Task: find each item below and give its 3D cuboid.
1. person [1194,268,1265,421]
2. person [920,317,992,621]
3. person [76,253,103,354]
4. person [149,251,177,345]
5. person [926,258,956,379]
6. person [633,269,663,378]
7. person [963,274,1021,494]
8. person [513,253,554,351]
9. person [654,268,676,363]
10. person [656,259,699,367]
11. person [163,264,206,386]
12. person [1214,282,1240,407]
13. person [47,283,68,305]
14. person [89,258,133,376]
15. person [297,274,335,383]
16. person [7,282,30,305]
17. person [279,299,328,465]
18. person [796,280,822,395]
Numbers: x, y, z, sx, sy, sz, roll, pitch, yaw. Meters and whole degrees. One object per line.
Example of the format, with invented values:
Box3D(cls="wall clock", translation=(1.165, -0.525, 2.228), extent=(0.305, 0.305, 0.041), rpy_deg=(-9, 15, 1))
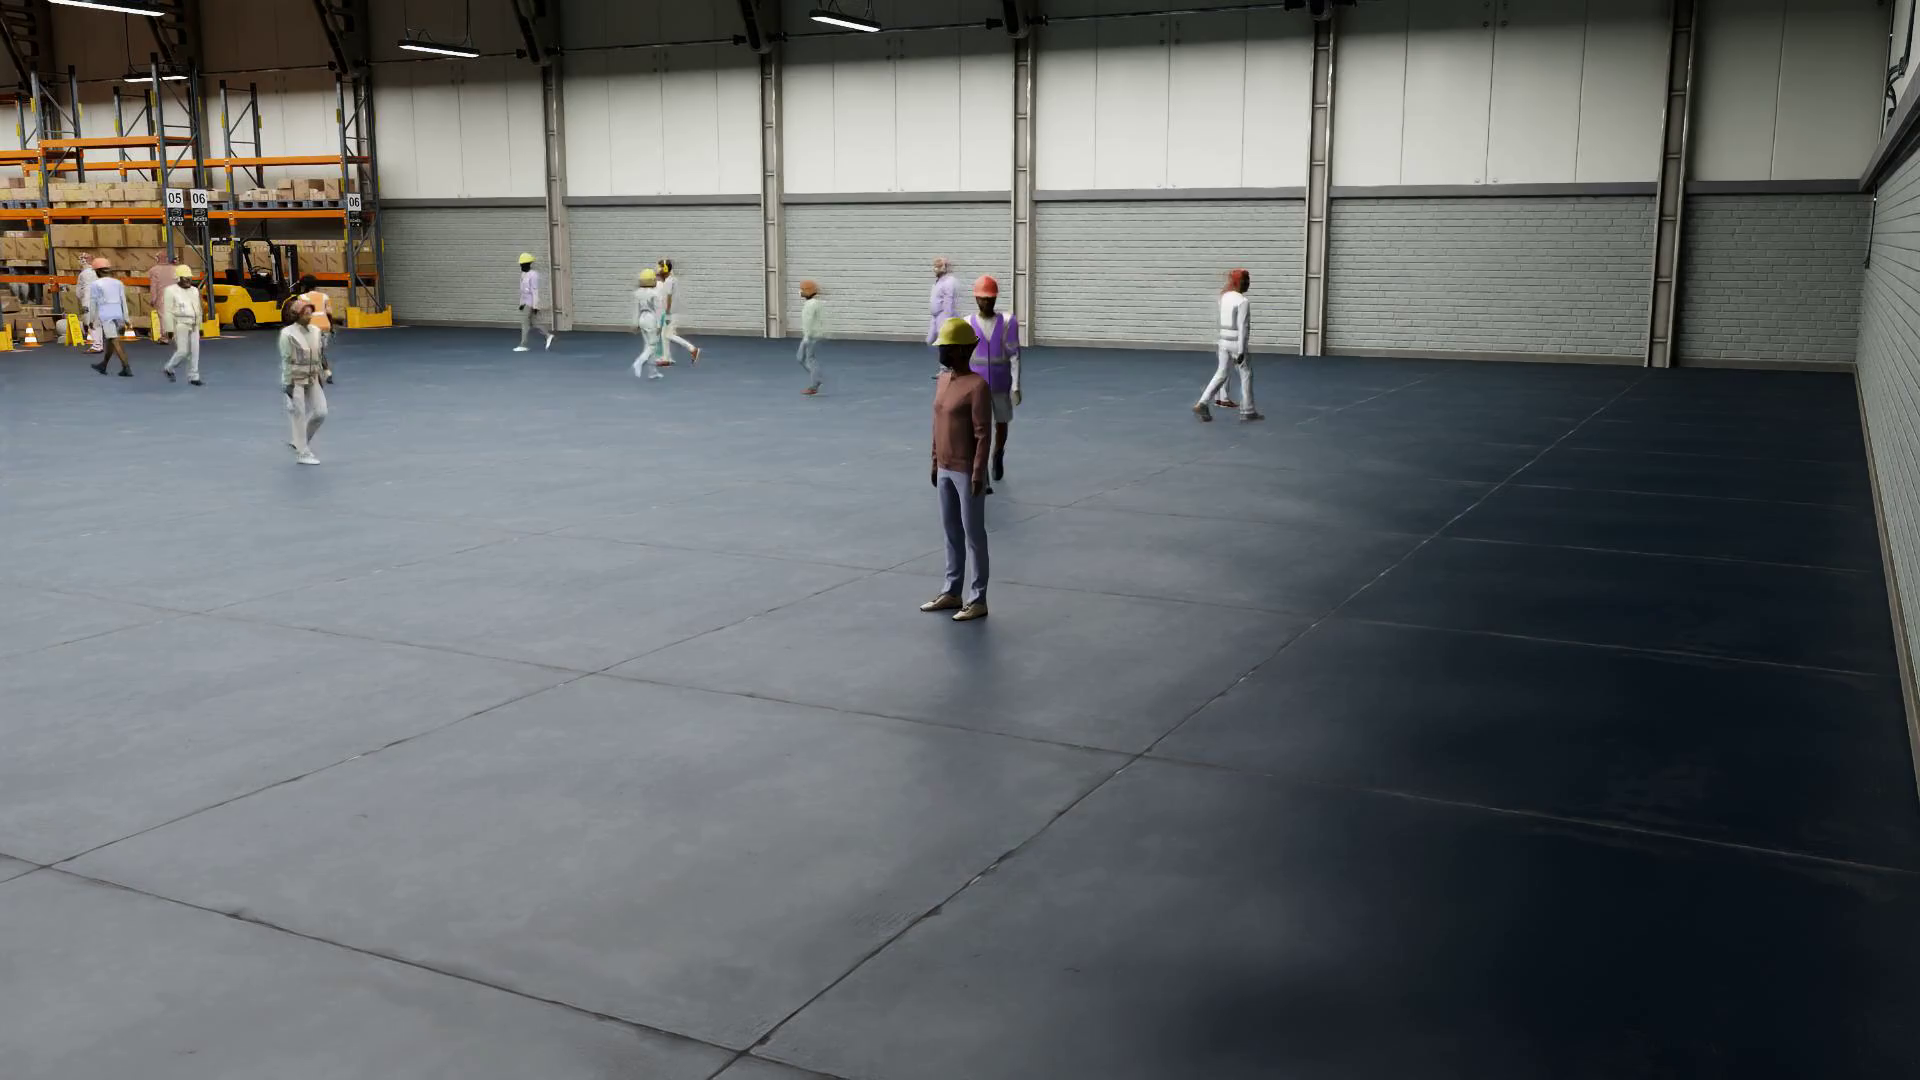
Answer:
Box3D(cls="person", translation=(3.260, -2.342, 20.053), extent=(0.911, 1.857, 0.587), rpy_deg=(-5, 12, -26))
Box3D(cls="person", translation=(-0.013, -0.414, 9.751), extent=(0.313, 1.769, 0.523), rpy_deg=(-7, 12, -33))
Box3D(cls="person", translation=(-16.580, -4.501, 31.650), extent=(0.407, 1.910, 0.639), rpy_deg=(-3, 11, -14))
Box3D(cls="person", translation=(-16.364, -4.974, 34.235), extent=(0.403, 1.906, 0.652), rpy_deg=(8, 13, 36))
Box3D(cls="person", translation=(-0.300, -3.456, 25.985), extent=(0.428, 1.890, 0.681), rpy_deg=(-3, 11, -17))
Box3D(cls="person", translation=(-4.902, -3.368, 25.979), extent=(0.489, 1.723, 0.673), rpy_deg=(7, 12, 32))
Box3D(cls="person", translation=(0.257, -1.394, 14.724), extent=(0.560, 1.915, 0.849), rpy_deg=(0, 10, 0))
Box3D(cls="person", translation=(-8.328, -4.627, 32.342), extent=(0.792, 1.906, 0.600), rpy_deg=(-6, 12, -29))
Box3D(cls="person", translation=(-5.190, -3.950, 29.106), extent=(0.567, 1.725, 0.627), rpy_deg=(-1, 10, -7))
Box3D(cls="person", translation=(-4.876, -3.866, 28.378), extent=(0.714, 1.840, 0.519), rpy_deg=(-2, 11, -13))
Box3D(cls="person", translation=(-11.541, -3.180, 24.708), extent=(0.536, 1.818, 0.606), rpy_deg=(4, 11, 21))
Box3D(cls="person", translation=(3.519, -2.559, 21.809), extent=(0.268, 1.632, 0.506), rpy_deg=(-2, 11, -8))
Box3D(cls="person", translation=(-23.500, -6.608, 43.294), extent=(0.560, 1.868, 0.592), rpy_deg=(7, 13, 34))
Box3D(cls="person", translation=(-13.629, -3.549, 26.556), extent=(1.002, 1.871, 0.546), rpy_deg=(4, 11, 23))
Box3D(cls="person", translation=(-9.779, -3.223, 25.376), extent=(0.853, 1.655, 0.565), rpy_deg=(8, 13, 36))
Box3D(cls="person", translation=(-24.401, -6.608, 43.062), extent=(0.369, 1.939, 0.634), rpy_deg=(5, 12, 27))
Box3D(cls="person", translation=(-6.425, -1.534, 16.241), extent=(0.368, 1.620, 0.532), rpy_deg=(5, 11, 24))
Box3D(cls="person", translation=(-2.144, -2.842, 23.403), extent=(0.342, 1.621, 0.500), rpy_deg=(-2, 11, -12))
